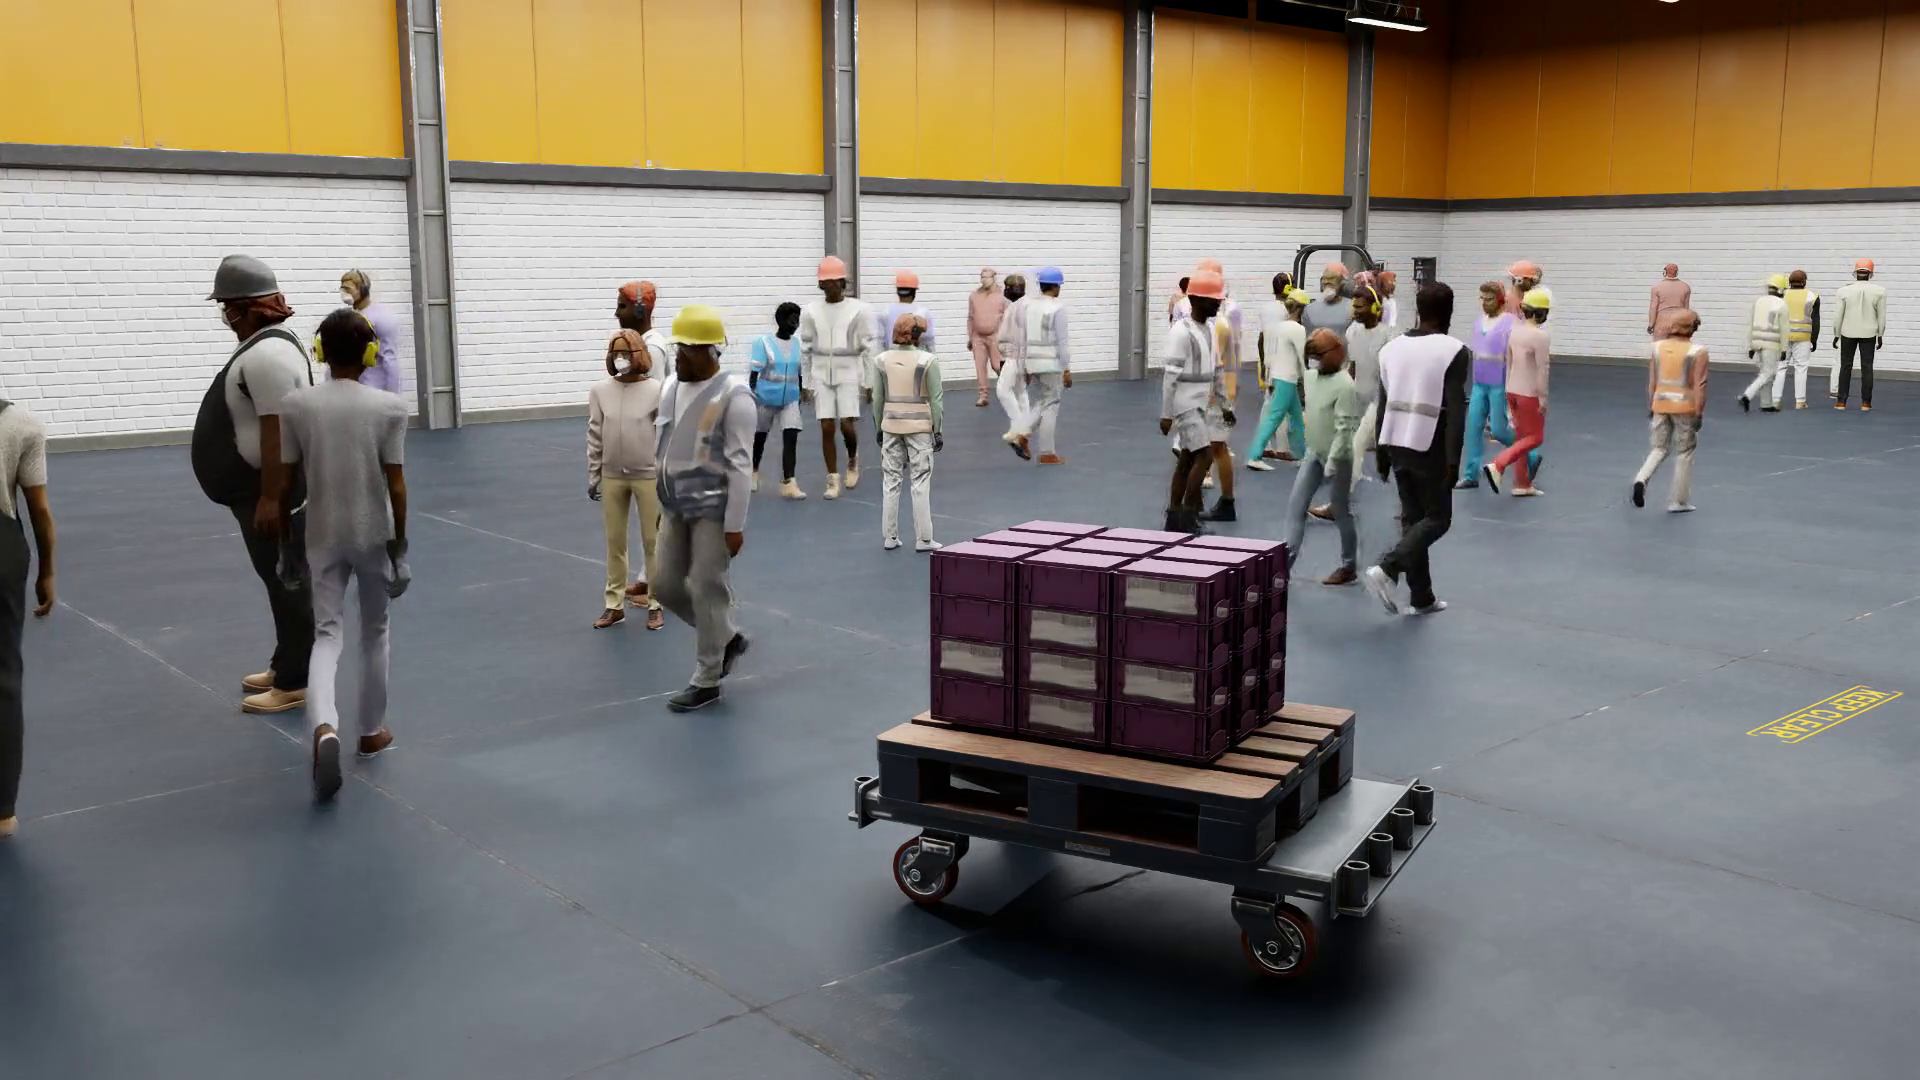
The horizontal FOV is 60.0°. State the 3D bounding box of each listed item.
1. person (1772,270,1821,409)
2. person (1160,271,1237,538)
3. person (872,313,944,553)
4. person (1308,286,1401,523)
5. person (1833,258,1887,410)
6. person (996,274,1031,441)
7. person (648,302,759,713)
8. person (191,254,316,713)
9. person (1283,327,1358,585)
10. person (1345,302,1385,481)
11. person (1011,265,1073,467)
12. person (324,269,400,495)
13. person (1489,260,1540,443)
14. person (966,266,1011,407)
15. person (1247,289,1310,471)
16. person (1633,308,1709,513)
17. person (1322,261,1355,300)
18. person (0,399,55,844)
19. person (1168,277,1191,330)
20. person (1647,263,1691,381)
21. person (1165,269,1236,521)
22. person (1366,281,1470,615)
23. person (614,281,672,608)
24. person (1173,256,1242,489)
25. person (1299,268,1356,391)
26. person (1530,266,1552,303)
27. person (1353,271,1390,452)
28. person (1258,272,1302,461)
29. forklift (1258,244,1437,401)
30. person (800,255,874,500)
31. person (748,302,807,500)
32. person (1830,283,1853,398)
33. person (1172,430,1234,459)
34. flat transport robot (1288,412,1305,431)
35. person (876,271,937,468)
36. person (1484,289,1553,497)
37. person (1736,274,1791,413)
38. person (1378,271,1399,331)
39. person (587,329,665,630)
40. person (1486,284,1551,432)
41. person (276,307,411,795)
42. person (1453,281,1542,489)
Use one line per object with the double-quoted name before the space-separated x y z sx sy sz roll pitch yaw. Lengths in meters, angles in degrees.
"person" 11.087 -2.665 22.129 0.628 1.842 0.429 6 11 31
"person" 1.712 -0.949 11.877 0.627 1.912 0.575 5 11 29
"person" -0.355 -0.733 11.404 0.521 1.638 0.313 4 11 24
"person" 3.156 -1.025 12.675 1.066 1.805 0.475 -2 10 -11
"person" 11.825 -2.699 21.883 0.608 1.992 0.377 5 11 25
"person" 0.576 -1.976 18.131 0.494 1.823 0.642 -1 10 -5
"person" -1.141 -0.149 7.444 0.617 1.819 0.470 9 13 42
"person" -3.135 -0.256 7.438 0.536 2.000 0.683 -4 10 -20
"person" 2.142 -0.488 10.071 0.767 1.590 0.563 -4 11 -23
"person" 3.591 -1.363 14.837 0.403 1.717 0.497 -4 10 -21
"person" 0.827 -1.661 15.972 0.481 1.935 0.621 -6 11 -31
"person" -4.737 -1.135 12.946 0.641 1.919 0.686 8 13 39
"person" 5.969 -2.005 17.866 0.511 1.971 0.635 6 11 32
"person" 0.415 -2.755 22.525 0.651 1.887 0.613 4 11 23
"person" 3.099 -1.499 15.683 0.837 1.712 0.515 -1 10 -5
"person" 5.577 -1.006 13.040 0.538 1.618 0.529 -7 12 -34
"person" 4.189 -2.128 18.644 0.692 1.964 0.618 -4 10 -22
"person" -3.486 0.122 5.868 0.528 1.816 0.753 -5 11 -29
"person" 3.620 -3.400 26.886 0.530 1.690 0.321 4 10 21
"person" 11.395 -3.497 26.805 0.641 1.908 0.407 0 10 -2
"person" 1.815 -1.086 12.651 0.686 1.914 0.581 1 10 5
"person" 2.518 -0.491 9.284 0.620 1.887 0.614 -7 12 -36
"person" -1.837 -0.547 9.629 0.388 1.883 0.594 -3 10 -16
"person" 2.170 -1.476 14.629 0.615 2.019 0.683 2 10 10
"person" 3.495 -1.578 15.540 0.641 1.918 0.728 6 12 33
"person" 8.309 -3.053 24.317 0.534 1.877 0.684 -8 13 -39
"person" 4.137 -1.836 17.233 0.900 1.857 0.641 3 10 19
"person" 3.169 -1.710 16.484 0.327 1.861 0.514 -6 12 -33
"forklift" 5.256 -2.933 22.661 2.313 2.155 1.214 3 10 16
"person" -1.027 -1.348 13.860 0.614 2.025 0.507 2 10 12
"person" -1.571 -1.185 14.028 0.600 1.645 0.864 -5 11 -28
"person" 12.652 -2.845 23.783 0.280 1.632 0.501 7 12 34
"person" 2.422 -1.585 16.491 0.515 1.609 0.804 9 13 42
"flat transport robot" 4.054 -1.300 18.726 0.652 0.197 1.431 -3 10 -19
"person" -0.507 -1.644 16.038 0.568 1.883 1.013 3 10 16
"person" 4.663 -1.210 13.846 0.571 1.750 0.538 -2 10 -14
"person" 10.273 -2.491 21.228 0.694 1.804 0.619 -3 10 -15
"person" 5.005 -2.301 19.989 0.572 1.858 0.887 -6 11 -32
"person" -1.780 -0.324 9.021 0.498 1.634 0.280 2 10 9
"person" 6.315 -2.132 18.832 0.652 1.892 0.972 8 12 38
"person" -2.385 0.022 6.437 0.517 1.836 0.870 -2 10 -9
"person" 4.679 -1.339 14.449 0.759 1.818 0.585 -4 10 -21
